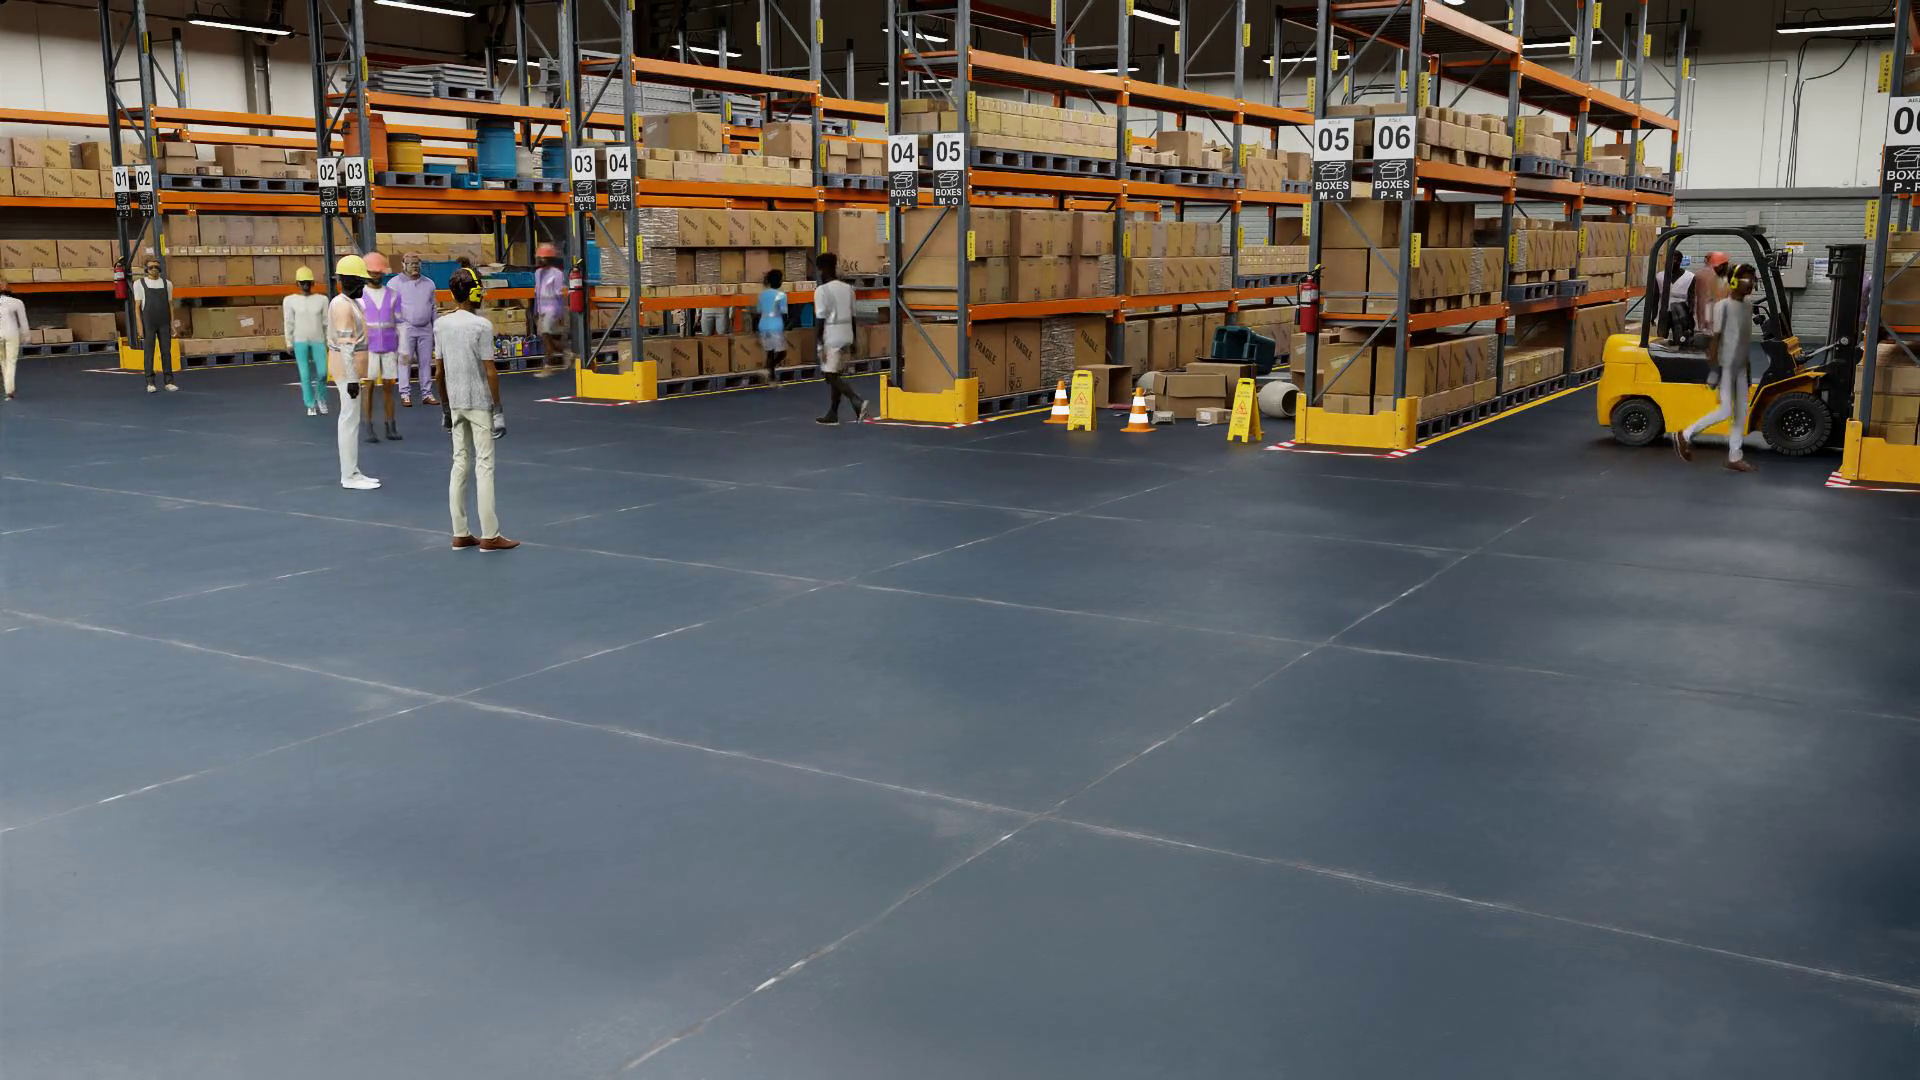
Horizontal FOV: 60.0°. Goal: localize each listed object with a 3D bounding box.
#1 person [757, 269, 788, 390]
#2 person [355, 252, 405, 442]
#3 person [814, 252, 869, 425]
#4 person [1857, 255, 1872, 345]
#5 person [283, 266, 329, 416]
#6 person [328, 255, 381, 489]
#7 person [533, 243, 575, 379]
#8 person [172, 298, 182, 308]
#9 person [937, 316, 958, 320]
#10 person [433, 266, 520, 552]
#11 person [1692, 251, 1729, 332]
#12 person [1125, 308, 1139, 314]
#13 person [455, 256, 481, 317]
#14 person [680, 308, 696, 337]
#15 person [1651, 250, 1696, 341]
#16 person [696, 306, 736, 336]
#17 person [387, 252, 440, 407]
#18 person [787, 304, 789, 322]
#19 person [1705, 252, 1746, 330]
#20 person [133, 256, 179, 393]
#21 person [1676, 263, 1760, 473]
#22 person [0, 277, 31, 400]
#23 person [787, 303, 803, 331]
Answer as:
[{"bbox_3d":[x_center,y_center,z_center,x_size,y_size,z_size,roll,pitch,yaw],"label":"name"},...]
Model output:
[{"bbox_3d":[-2.605,-2.879,22.844,0.541,1.682,0.512,7,12,33],"label":"person"},{"bbox_3d":[-5.948,-1.967,17.000,0.551,1.935,0.370,-7,12,-34],"label":"person"},{"bbox_3d":[-1.302,-2.191,18.292,0.783,1.937,0.623,7,12,33],"label":"person"},{"bbox_3d":[12.792,-3.178,23.843,0.587,1.920,0.383,6,12,31],"label":"person"},{"bbox_3d":[-7.618,-2.315,19.458,0.538,1.746,0.451,-5,11,-27],"label":"person"},{"bbox_3d":[-5.019,-1.382,13.757,0.383,1.923,0.589,-3,11,-18],"label":"person"},{"bbox_3d":[-6.169,-3.457,25.107,0.717,2.023,0.632,-10,14,-44],"label":"person"},{"bbox_3d":[-13.636,-3.945,28.505,0.661,1.783,0.969,0,10,0],"label":"person"},{"bbox_3d":[-0.072,-3.013,22.596,0.606,2.035,0.403,7,12,33],"label":"person"},{"bbox_3d":[-3.202,-0.853,10.949,0.509,1.872,0.329,5,11,24],"label":"person"},{"bbox_3d":[13.158,-4.128,29.255,0.671,1.879,0.668,2,10,10],"label":"person"},{"bbox_3d":[3.023,-4.050,29.321,0.506,1.696,0.890,8,13,38],"label":"person"},{"bbox_3d":[-8.776,-4.173,29.759,0.657,1.803,0.953,8,13,39],"label":"person"},{"bbox_3d":[-5.294,-4.561,32.358,0.513,1.641,0.307,10,14,43],"label":"person"},{"bbox_3d":[10.798,-3.424,25.211,0.598,1.916,0.375,7,12,35],"label":"person"},{"bbox_3d":[-3.694,-3.418,25.153,0.625,1.934,0.364,1,10,4],"label":"person"},{"bbox_3d":[-6.793,-2.620,20.743,0.642,1.909,0.408,-10,14,-43],"label":"person"},{"bbox_3d":[-3.087,-3.802,28.122,0.507,1.632,0.265,9,13,41],"label":"person"},{"bbox_3d":[11.278,-3.288,24.561,0.843,1.882,0.641,-9,13,-41],"label":"person"},{"bbox_3d":[-10.955,-2.936,22.682,0.506,1.846,0.345,-10,14,-44],"label":"person"},{"bbox_3d":[6.851,-1.538,14.854,0.514,1.852,0.678,-6,12,-32],"label":"person"},{"bbox_3d":[-12.393,-2.619,21.620,0.517,1.587,0.850,-3,10,-15],"label":"person"},{"bbox_3d":[-3.058,-4.290,29.848,0.613,1.994,0.382,5,11,28],"label":"person"}]
